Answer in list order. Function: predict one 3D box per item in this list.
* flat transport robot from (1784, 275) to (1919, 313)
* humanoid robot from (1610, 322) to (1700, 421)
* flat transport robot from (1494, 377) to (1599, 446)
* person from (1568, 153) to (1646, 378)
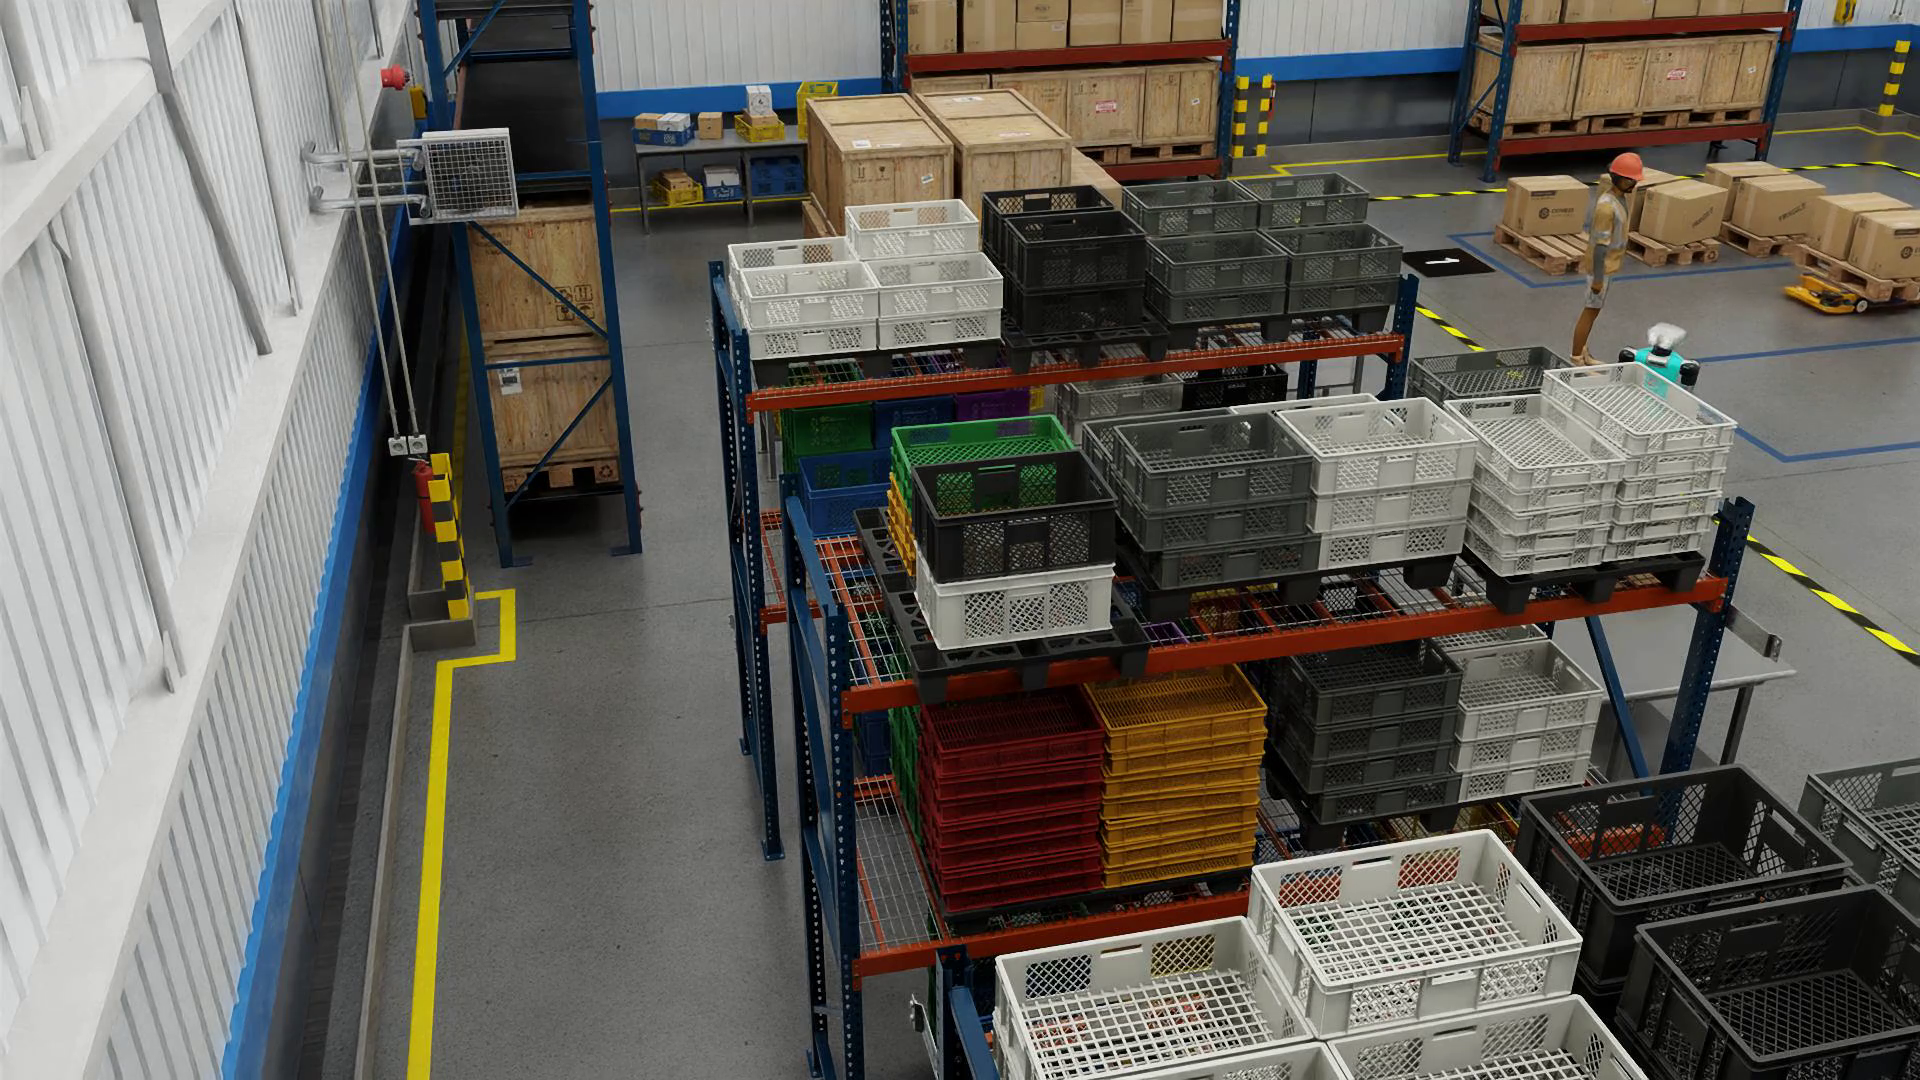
[{"bbox_3d":[9.203,-2.547,16.848,1.431,0.197,0.652,-6,28,-12],"label":"flat transport robot"},{"bbox_3d":[4.903,-0.785,11.821,0.533,1.673,0.735,17,32,29],"label":"humanoid robot"},{"bbox_3d":[4.780,-1.036,14.013,0.659,0.231,1.431,-6,28,-12],"label":"flat transport robot"},{"bbox_3d":[5.733,-2.425,14.749,0.380,2.039,0.613,14,31,25],"label":"person"}]
